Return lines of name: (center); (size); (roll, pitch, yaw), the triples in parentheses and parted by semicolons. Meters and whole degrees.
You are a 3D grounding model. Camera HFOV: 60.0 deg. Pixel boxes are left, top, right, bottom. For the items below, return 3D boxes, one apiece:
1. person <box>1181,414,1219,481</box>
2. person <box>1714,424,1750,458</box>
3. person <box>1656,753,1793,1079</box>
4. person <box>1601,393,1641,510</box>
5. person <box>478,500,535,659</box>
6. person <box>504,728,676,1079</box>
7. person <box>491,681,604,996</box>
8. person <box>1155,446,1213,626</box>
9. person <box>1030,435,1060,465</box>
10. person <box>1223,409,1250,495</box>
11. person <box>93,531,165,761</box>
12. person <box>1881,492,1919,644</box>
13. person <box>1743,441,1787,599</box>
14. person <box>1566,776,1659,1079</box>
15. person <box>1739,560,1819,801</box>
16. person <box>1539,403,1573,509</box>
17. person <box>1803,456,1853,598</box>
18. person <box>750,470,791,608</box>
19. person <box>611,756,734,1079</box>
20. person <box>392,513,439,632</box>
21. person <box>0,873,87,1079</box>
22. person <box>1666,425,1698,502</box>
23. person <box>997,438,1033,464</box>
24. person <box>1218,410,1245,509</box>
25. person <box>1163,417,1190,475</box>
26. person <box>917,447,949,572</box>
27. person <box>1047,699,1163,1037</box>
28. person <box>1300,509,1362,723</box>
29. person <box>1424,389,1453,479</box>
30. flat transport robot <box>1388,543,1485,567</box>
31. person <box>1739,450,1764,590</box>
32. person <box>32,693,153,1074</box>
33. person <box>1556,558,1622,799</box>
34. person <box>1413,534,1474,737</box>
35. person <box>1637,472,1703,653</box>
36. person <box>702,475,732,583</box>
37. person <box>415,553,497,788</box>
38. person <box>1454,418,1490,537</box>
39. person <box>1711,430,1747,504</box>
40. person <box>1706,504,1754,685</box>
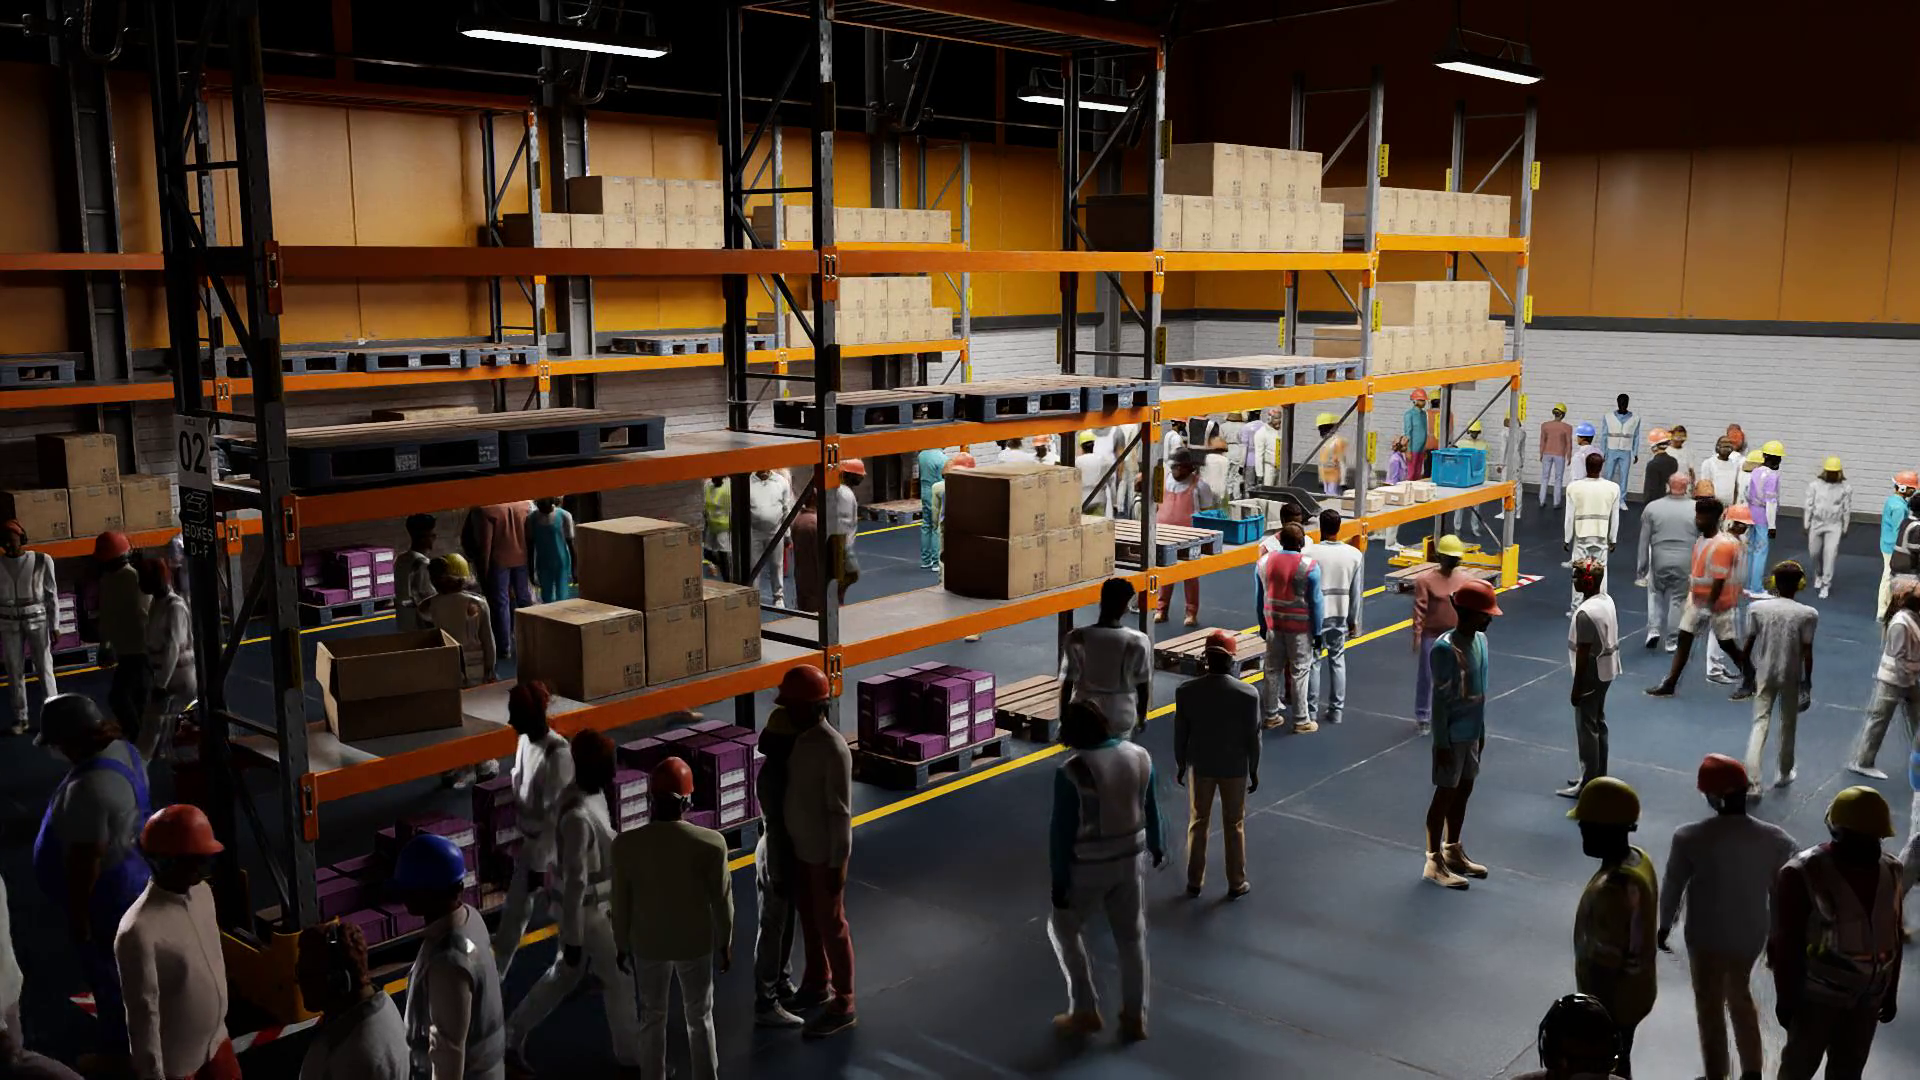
person: (3.685, -1.193, 25.462); (0.611, 2.030, 0.410); (5, 11, 28)
person: (11.780, -0.979, 25.442); (0.515, 1.605, 0.844); (3, 10, 19)
person: (3.676, 1.872, 8.032); (0.567, 1.726, 0.367); (0, 10, 1)
person: (10.836, -1.452, 27.318); (0.590, 1.919, 0.397); (2, 10, 13)
person: (-4.667, 0.222, 17.105); (0.612, 1.991, 0.392); (-9, 13, -44)
person: (-1.910, 1.805, 8.132); (0.926, 1.855, 0.594); (-2, 10, -12)
person: (-2.293, 1.658, 8.996); (0.976, 1.834, 0.577); (-7, 12, -36)
person: (2.439, -0.050, 18.583); (0.684, 2.000, 0.535); (5, 11, 28)
person: (1.124, -0.623, 22.907); (0.581, 1.743, 0.361); (4, 10, 25)
person: (4.833, -1.718, 28.880); (0.595, 1.924, 0.374); (4, 10, 25)
person: (-6.674, 0.883, 13.265); (0.696, 1.951, 0.627); (8, 12, 40)
person: (9.941, 0.319, 17.442); (0.324, 1.685, 0.541); (3, 10, 15)
person: (9.730, -0.243, 20.105); (0.394, 1.918, 0.586); (1, 10, 6)
person: (2.733, 1.941, 7.058); (0.396, 1.922, 0.591); (6, 11, 31)
person: (6.203, 1.054, 12.656); (0.539, 1.826, 0.978); (8, 12, 38)
person: (9.825, -1.388, 27.429); (0.535, 1.755, 0.342); (8, 12, 38)
person: (10.619, -0.190, 20.360); (0.492, 1.716, 0.770); (6, 11, 34)
person: (-2.263, -0.087, 19.235); (0.644, 1.900, 0.399); (-2, 10, -12)
person: (-1.356, 1.884, 7.891); (0.575, 1.749, 0.336); (-1, 10, -4)
person: (-4.591, 0.736, 14.150); (0.380, 1.958, 0.611); (-9, 13, -43)
person: (-4.199, 1.988, 7.314); (0.755, 1.738, 0.526); (-4, 10, -22)
person: (9.783, -0.642, 22.676); (0.527, 1.859, 0.410); (0, 10, 3)
person: (0.695, -0.563, 22.316); (0.547, 1.815, 0.685); (-2, 10, -14)
person: (4.490, -1.359, 27.327); (0.492, 1.731, 0.324); (3, 10, 20)
person: (3.162, -0.949, 24.311); (0.388, 1.926, 0.549); (-1, 10, -4)
person: (-0.296, -0.531, 21.892); (0.399, 1.900, 0.645); (-6, 11, -31)
person: (0.802, 1.714, 8.732); (0.827, 1.819, 0.461); (-6, 11, -31)
person: (3.237, 0.679, 14.639); (0.600, 1.909, 0.398); (-2, 10, -14)
person: (8.034, -1.594, 28.154); (0.589, 1.928, 0.382); (1, 10, 7)
flat transport robot: (6.447, 0.185, 22.453); (1.431, 0.197, 0.652); (-9, 13, -44)
person: (9.815, -0.250, 20.670); (0.318, 1.740, 0.488); (2, 10, 12)
person: (-4.284, 1.680, 8.256); (0.543, 2.000, 0.720); (-2, 10, -10)
person: (4.798, 1.053, 12.623); (0.393, 1.836, 0.561); (7, 12, 34)
person: (4.127, 0.821, 14.215); (0.533, 1.767, 0.328); (-1, 10, -3)
person: (7.430, 0.237, 17.332); (0.676, 1.888, 0.435); (5, 11, 27)
person: (-2.891, -0.135, 20.133); (0.550, 1.681, 0.406); (9, 13, 43)
person: (-3.875, 1.010, 12.869); (0.588, 1.834, 0.403); (0, 10, -3)
person: (7.560, -0.916, 24.576); (0.532, 1.767, 0.328); (0, 10, 0)
person: (10.072, -0.509, 21.834); (0.364, 1.876, 0.594); (-3, 10, -19)
person: (7.455, 0.512, 16.092); (0.339, 1.748, 0.564); (6, 11, 33)
